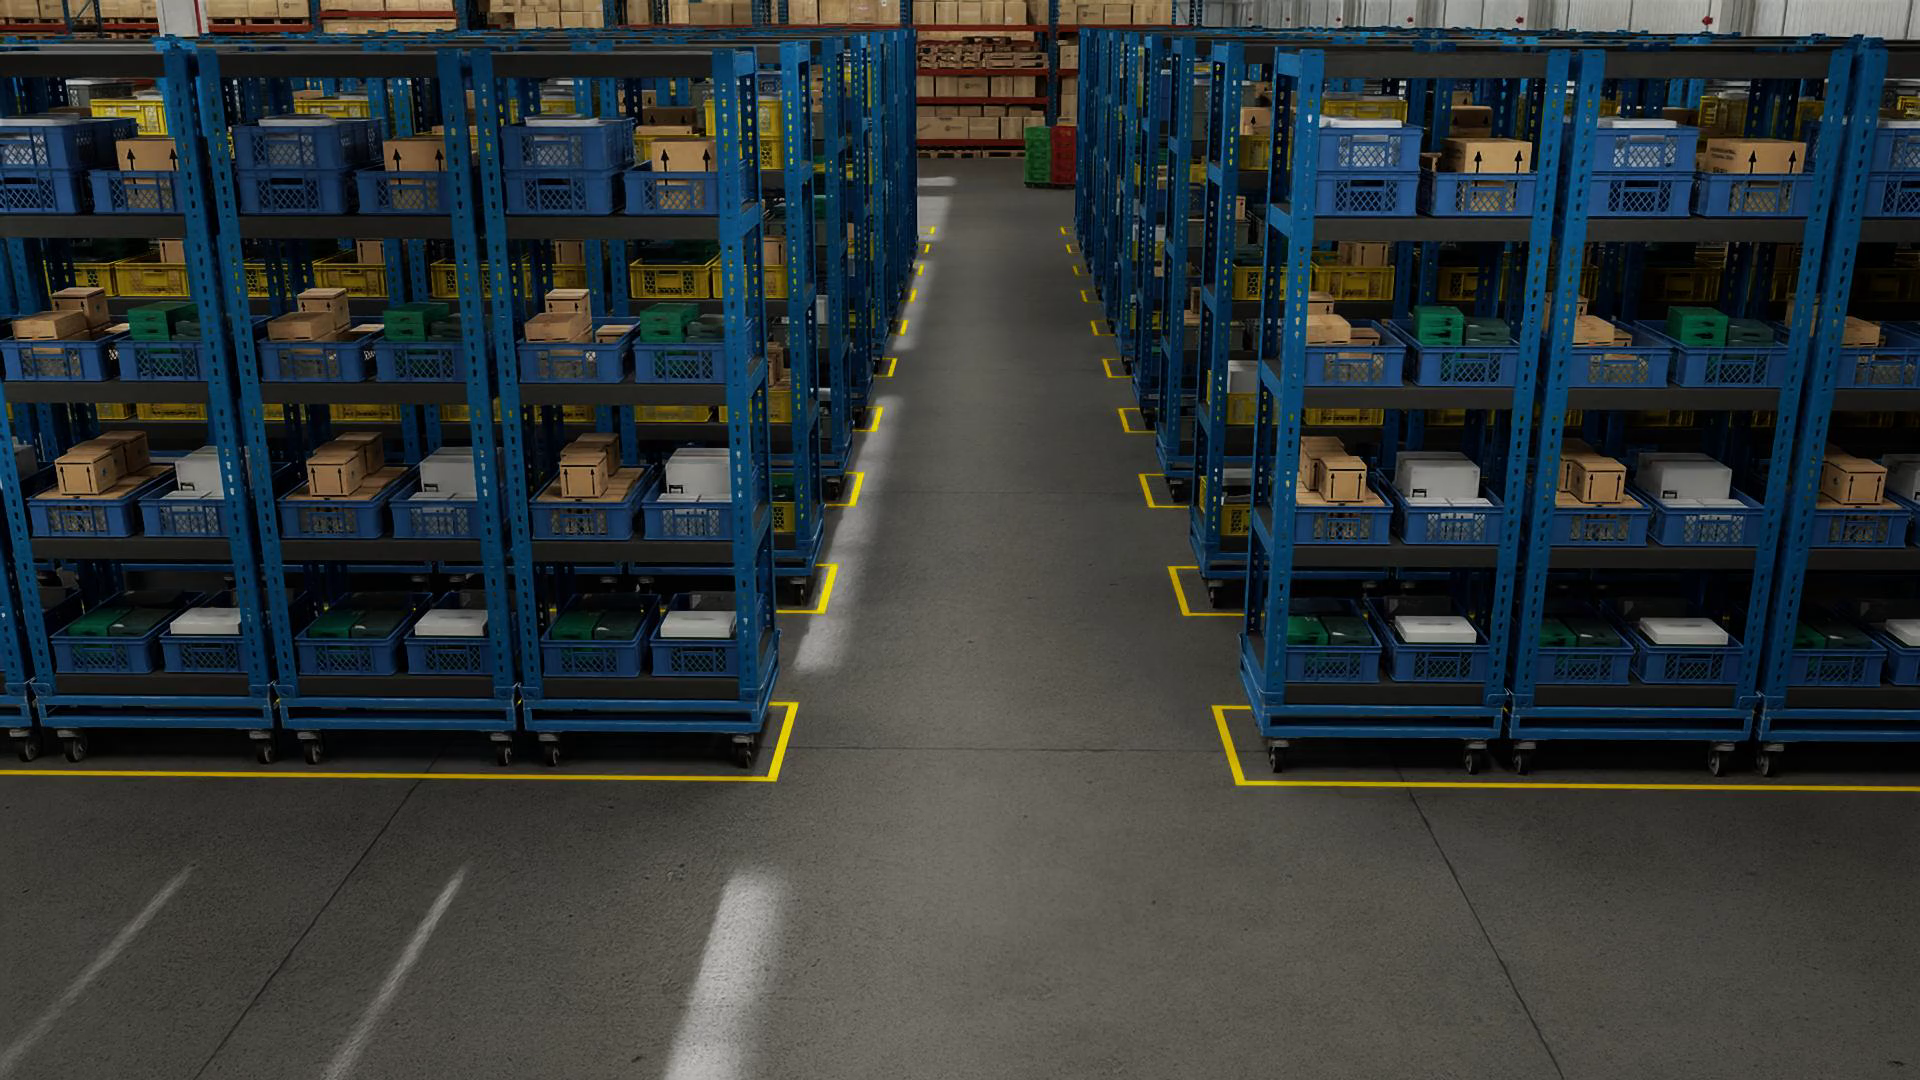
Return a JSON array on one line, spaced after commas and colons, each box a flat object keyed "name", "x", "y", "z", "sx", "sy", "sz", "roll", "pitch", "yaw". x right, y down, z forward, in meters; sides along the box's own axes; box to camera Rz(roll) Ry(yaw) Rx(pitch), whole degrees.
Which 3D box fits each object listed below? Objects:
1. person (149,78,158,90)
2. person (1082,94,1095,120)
[{"name": "person", "x": -26.904, "y": -14.610, "z": 55.942, "sx": 0.630, "sy": 1.829, "sz": 0.660, "roll": 1, "pitch": 17, "yaw": 3}, {"name": "person", "x": 3.327, "y": -10.495, "z": 42.567, "sx": 0.611, "sy": 1.985, "sz": 0.415, "roll": -1, "pitch": 17, "yaw": -4}]
